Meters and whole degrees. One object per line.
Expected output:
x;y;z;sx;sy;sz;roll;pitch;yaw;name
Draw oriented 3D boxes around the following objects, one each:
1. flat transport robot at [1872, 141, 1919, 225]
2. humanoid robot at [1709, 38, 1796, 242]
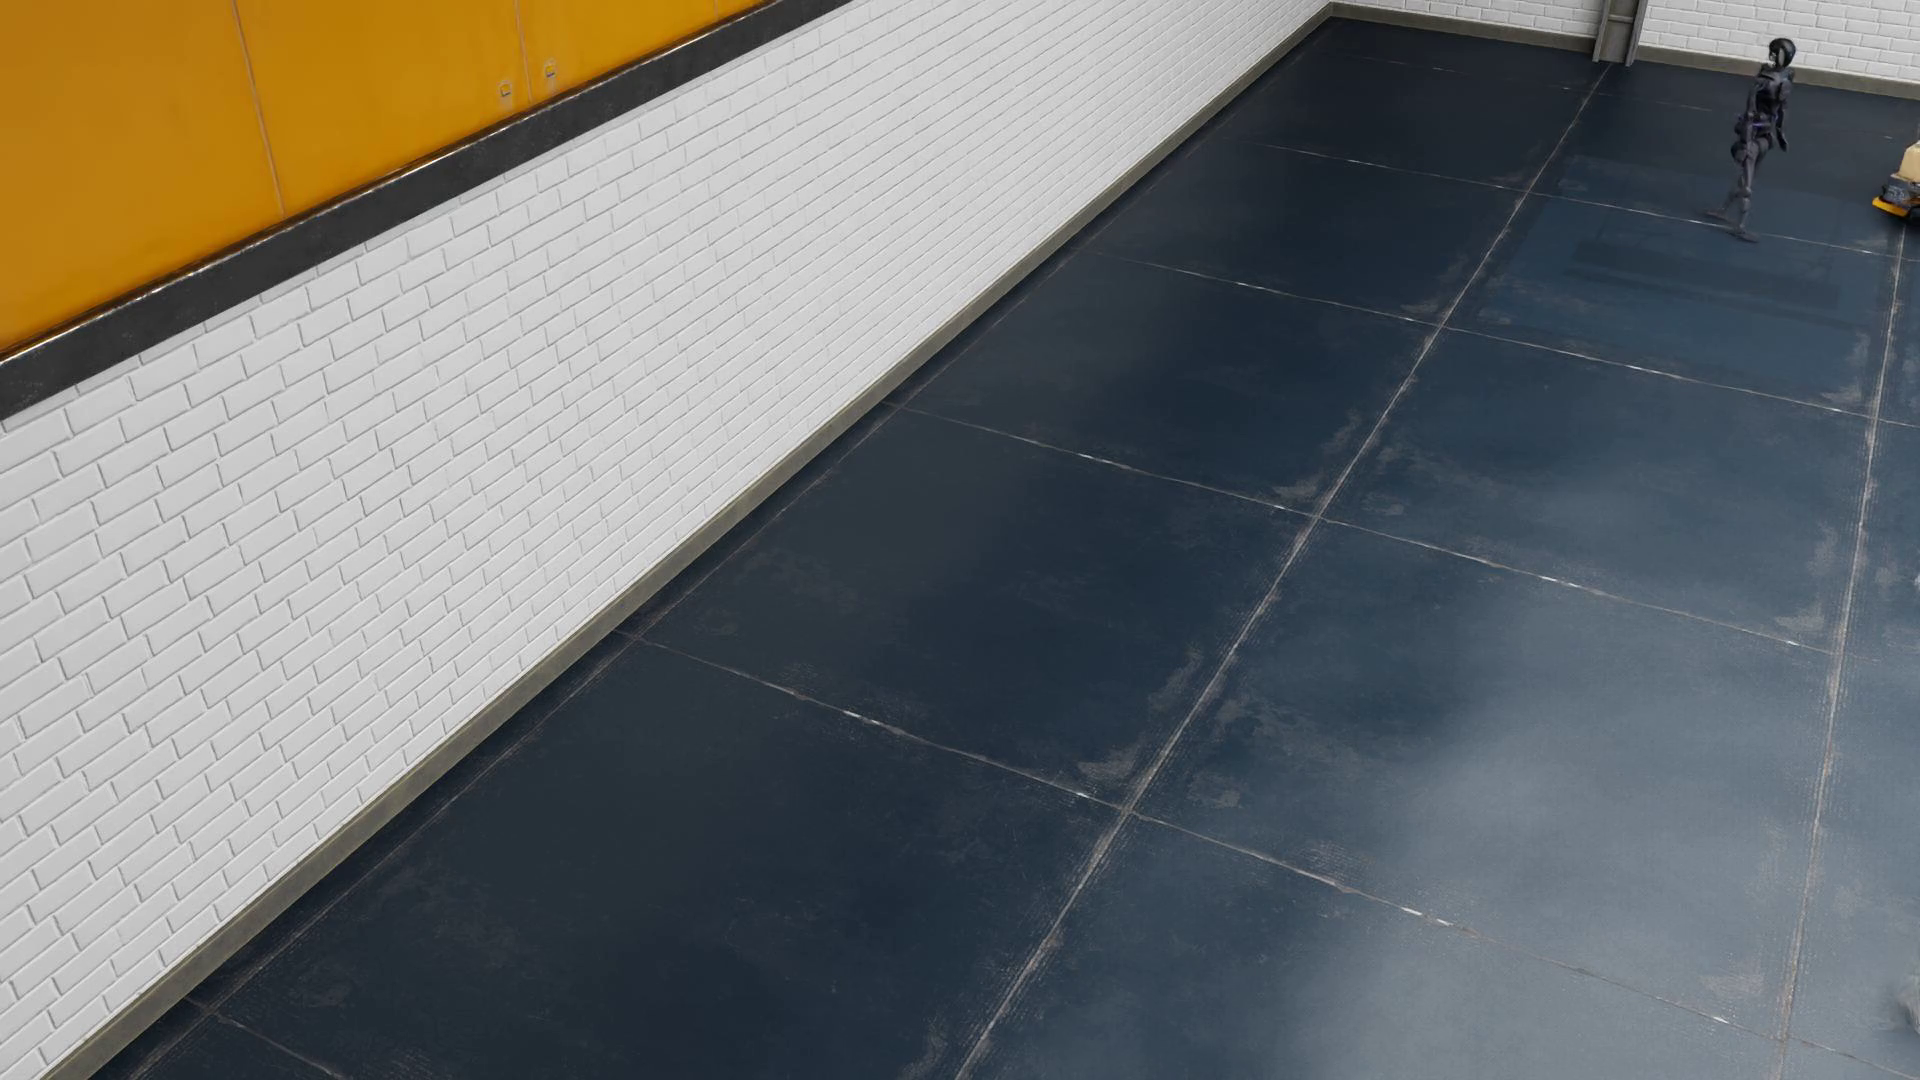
8.583;-2.743;14.059;0.659;0.231;1.431;-21;39;-28;flat transport robot
6.594;-3.308;13.665;0.608;1.639;0.619;-21;39;-28;humanoid robot
